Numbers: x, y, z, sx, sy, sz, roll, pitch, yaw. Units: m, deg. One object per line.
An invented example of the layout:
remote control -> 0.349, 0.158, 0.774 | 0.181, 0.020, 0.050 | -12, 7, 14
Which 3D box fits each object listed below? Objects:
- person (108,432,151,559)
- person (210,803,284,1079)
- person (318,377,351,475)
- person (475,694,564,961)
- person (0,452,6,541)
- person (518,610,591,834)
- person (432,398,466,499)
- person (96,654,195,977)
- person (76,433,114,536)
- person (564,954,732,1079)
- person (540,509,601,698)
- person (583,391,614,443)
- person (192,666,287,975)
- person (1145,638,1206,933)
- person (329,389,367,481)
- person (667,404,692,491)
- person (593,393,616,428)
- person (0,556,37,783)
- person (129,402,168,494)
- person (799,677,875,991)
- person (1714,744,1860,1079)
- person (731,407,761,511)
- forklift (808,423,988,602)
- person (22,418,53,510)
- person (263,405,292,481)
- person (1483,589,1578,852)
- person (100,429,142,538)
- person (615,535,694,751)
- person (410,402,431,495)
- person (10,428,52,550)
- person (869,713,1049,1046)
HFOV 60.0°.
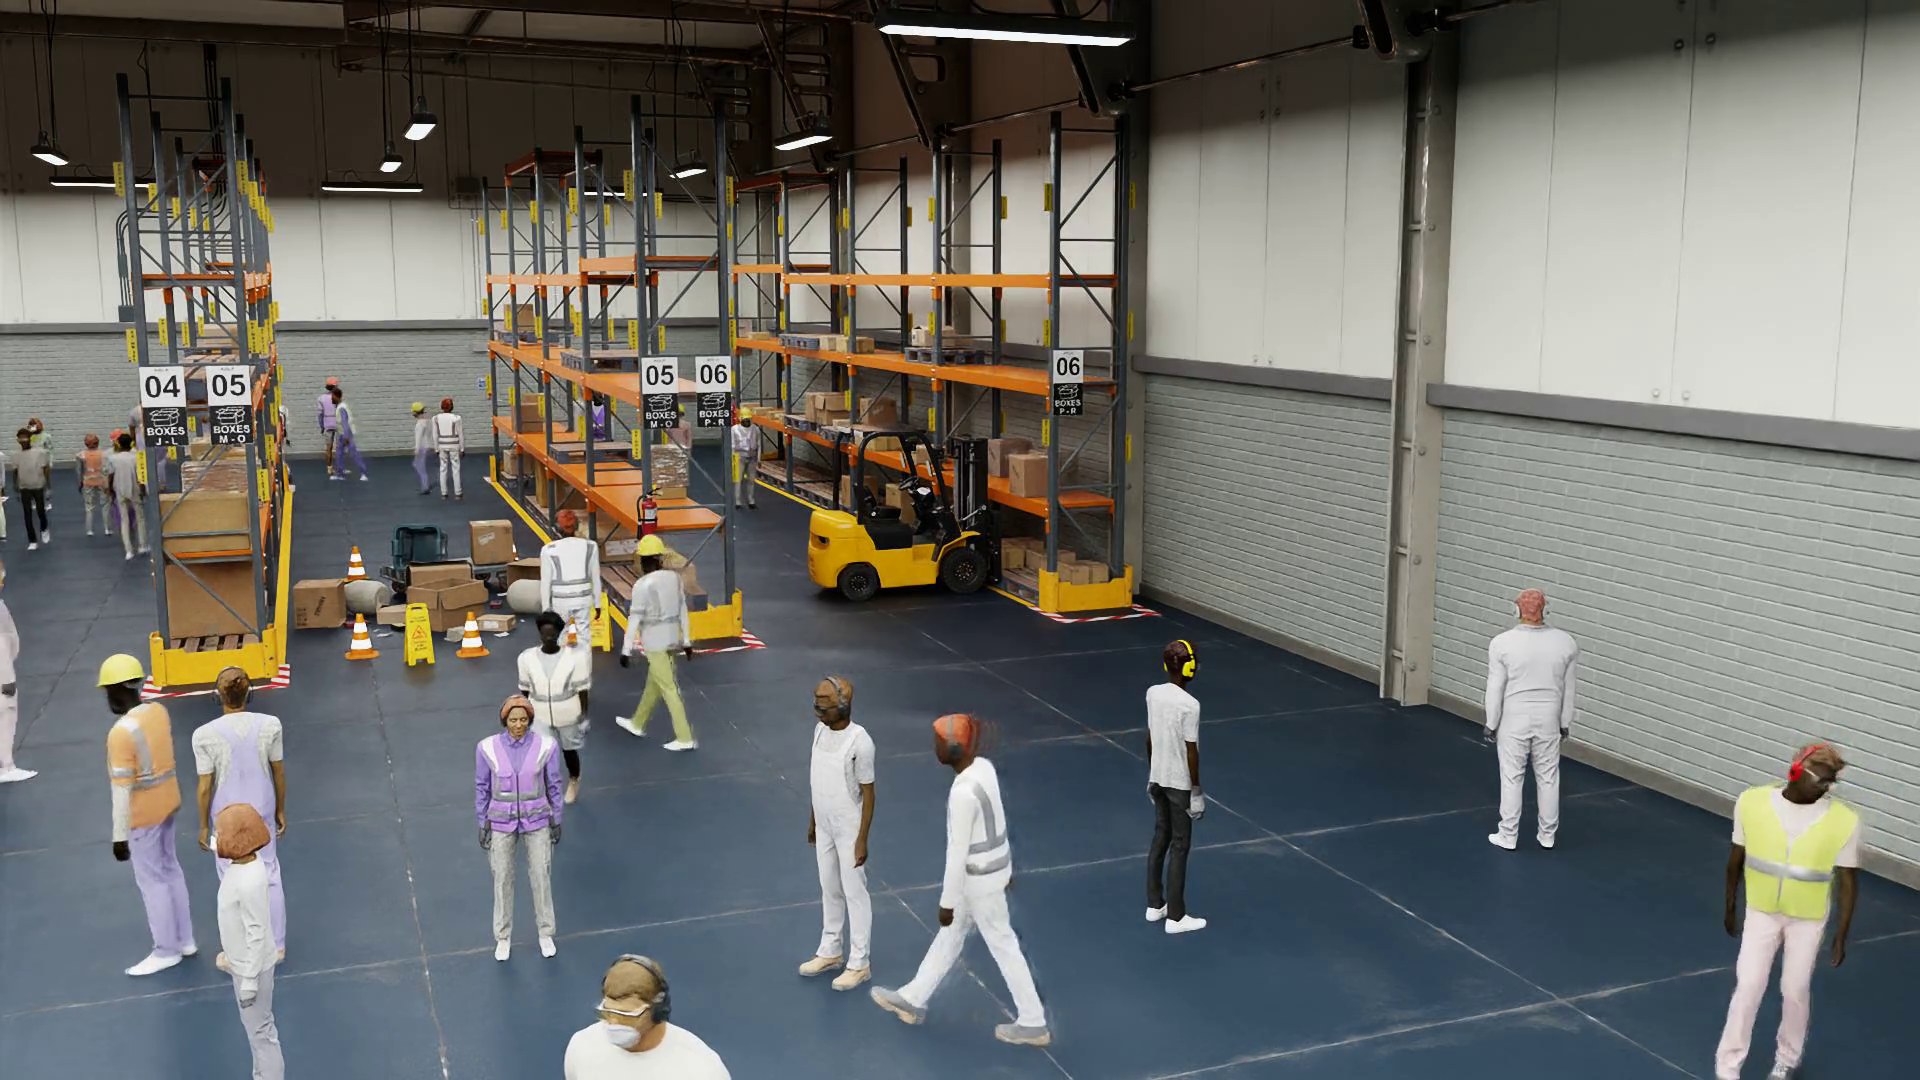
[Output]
person -> -12.229, -0.662, 24.456 | 0.541, 1.836, 0.863 | -3, 9, -18
person -> -3.430, 2.053, 7.995 | 0.282, 1.636, 0.500 | -5, 10, -30
person -> -12.950, -2.353, 34.446 | 0.615, 2.042, 0.376 | 0, 9, 3
person -> -2.657, 1.728, 10.062 | 0.514, 1.634, 0.313 | -2, 9, -13
person -> -15.045, -0.822, 25.721 | 0.329, 1.750, 0.573 | 4, 10, 24
person -> -3.054, 1.311, 12.608 | 0.540, 1.664, 0.834 | -1, 9, -5
person -> -9.429, -1.680, 30.721 | 0.574, 1.883, 0.356 | 0, 9, 3
person -> -4.871, 1.619, 9.896 | 0.420, 1.909, 0.626 | 0, 9, 0
person -> -13.724, -0.874, 26.411 | 0.520, 1.639, 0.308 | -4, 10, -25
person -> -1.042, 2.292, 5.576 | 0.630, 1.932, 0.364 | 4, 10, 24
person -> -3.789, 0.630, 16.208 | 0.582, 1.880, 0.379 | -4, 10, -25
person -> -7.251, -2.075, 33.375 | 0.626, 1.837, 0.428 | 0, 9, -2
person -> -4.258, 1.651, 9.870 | 0.507, 1.845, 0.343 | -7, 12, -39
person -> 1.366, 1.544, 10.507 | 0.335, 1.860, 0.508 | -5, 10, -29
person -> -12.374, -2.121, 33.590 | 0.708, 1.871, 0.653 | -5, 10, -27
person -> -5.318, -1.716, 31.452 | 0.518, 1.723, 0.906 | -1, 9, -9
person -> -8.032, -2.629, 37.504 | 0.532, 1.615, 0.364 | -3, 10, -20
person -> -7.856, 1.053, 13.494 | 0.663, 1.888, 0.467 | 8, 12, 42
person -> -15.421, -1.914, 31.694 | 0.693, 2.000, 0.996 | -5, 10, -26
person -> -0.704, 1.686, 9.670 | 0.345, 1.840, 0.504 | -9, 12, -43
person -> 4.094, 1.923, 8.281 | 0.596, 1.807, 0.696 | 5, 10, 30
person -> -3.765, -1.421, 29.247 | 0.601, 1.830, 0.404 | -6, 11, -31
forklift -> -0.830, -0.399, 21.676 | 2.313, 2.155, 1.214 | -4, 10, -21
person -> -16.279, -1.341, 29.365 | 0.498, 1.634, 0.278 | -2, 9, -12
person -> -13.626, -2.077, 33.157 | 0.799, 1.904, 0.595 | 6, 11, 32
person -> 4.074, 1.293, 11.957 | 0.643, 1.902, 0.400 | 0, 9, -1
person -> -13.195, -0.886, 26.179 | 0.578, 1.733, 0.457 | -6, 11, -32
person -> -2.695, 0.888, 14.565 | 0.984, 1.873, 0.635 | 5, 10, 27
person -> -10.194, -1.722, 31.387 | 0.373, 1.749, 0.557 | -2, 9, -11
person -> -14.025, -0.783, 25.140 | 0.543, 1.858, 0.469 | -3, 9, -16
person -> 0.007, 1.812, 8.910 | 1.034, 1.821, 0.594 | 1, 9, 9
